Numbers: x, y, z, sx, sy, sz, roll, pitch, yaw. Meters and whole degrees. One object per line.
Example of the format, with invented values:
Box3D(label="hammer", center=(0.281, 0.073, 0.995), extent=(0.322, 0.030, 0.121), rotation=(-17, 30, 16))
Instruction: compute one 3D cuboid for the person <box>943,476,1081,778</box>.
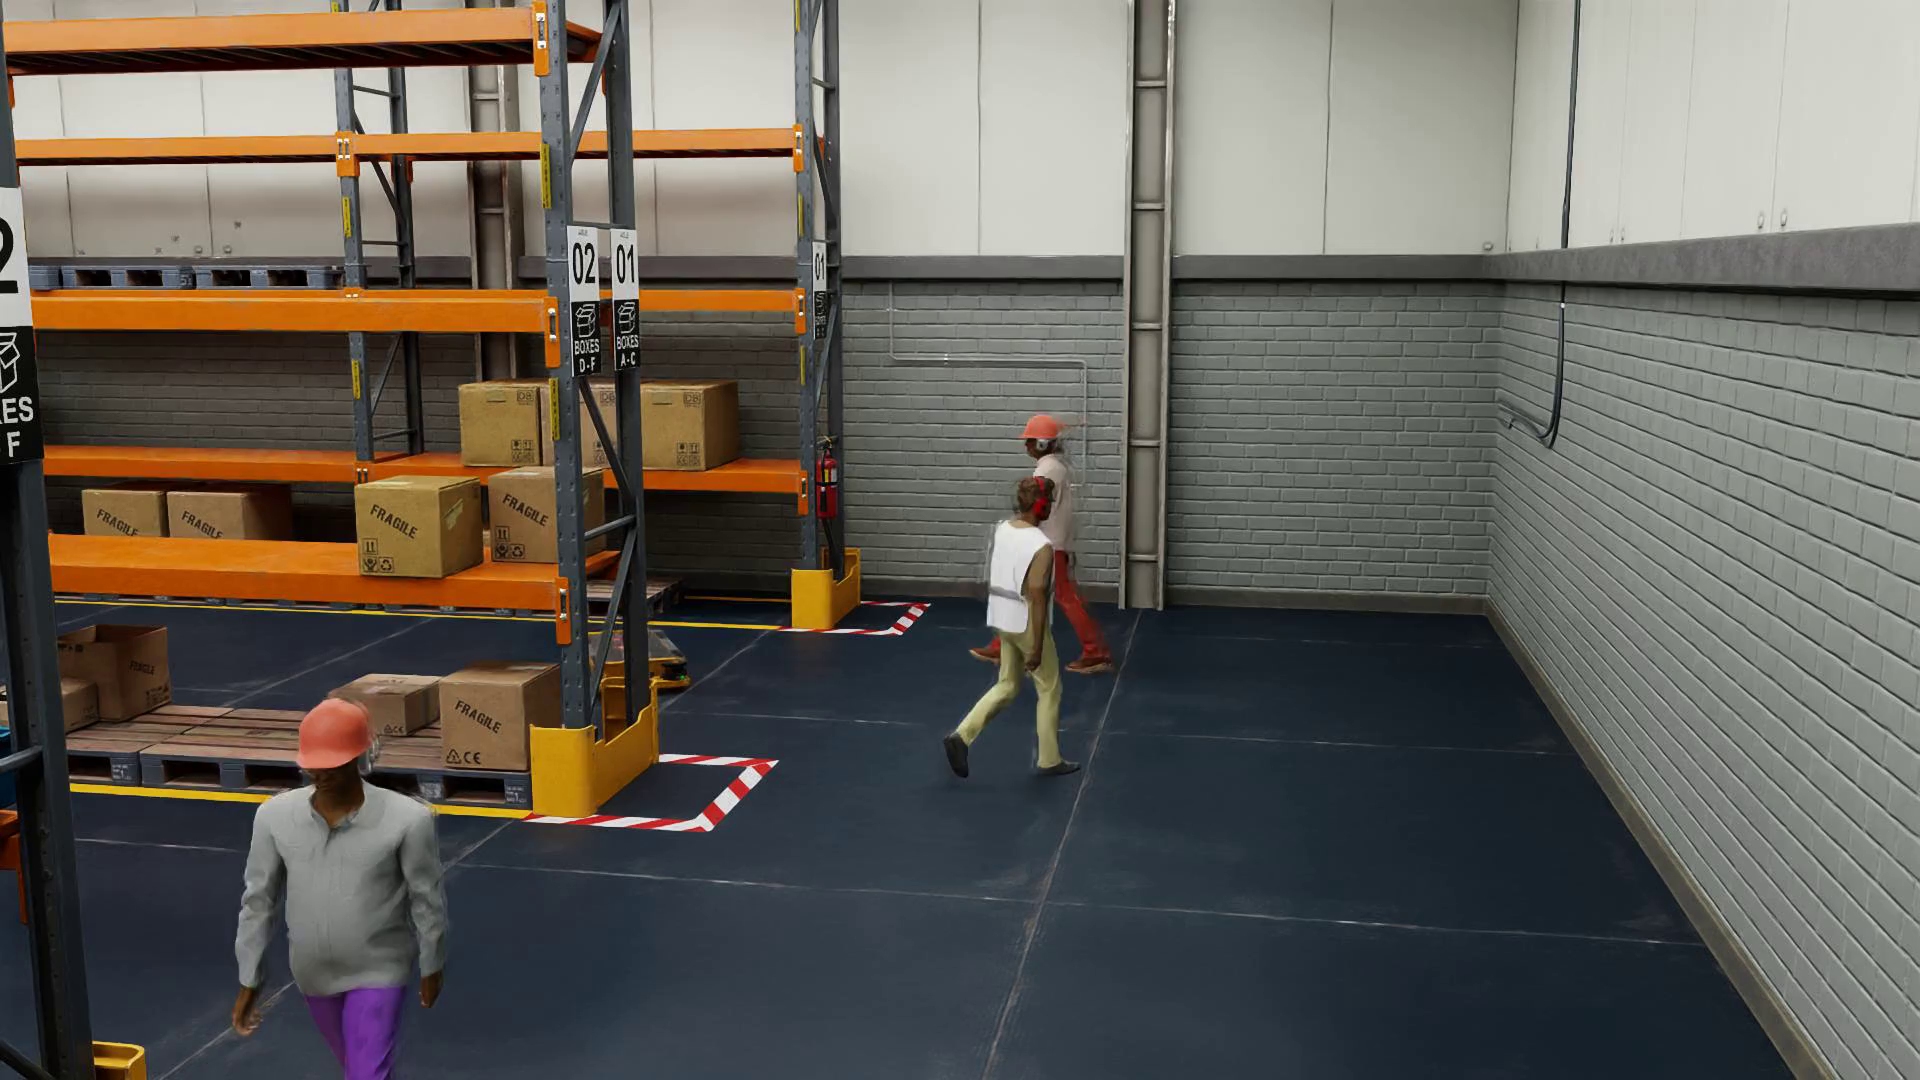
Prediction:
Box3D(label="person", center=(0.317, 0.527, 9.722), extent=(0.784, 1.813, 0.560), rotation=(-6, 11, -31))

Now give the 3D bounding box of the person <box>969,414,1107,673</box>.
Box3D(label="person", center=(0.624, 0.034, 12.420), extent=(1.068, 1.941, 0.611), rotation=(1, 9, 8))

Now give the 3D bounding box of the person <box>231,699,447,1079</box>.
Box3D(label="person", center=(-1.918, 1.320, 5.151), extent=(0.575, 1.696, 0.933), rotation=(1, 9, 4))

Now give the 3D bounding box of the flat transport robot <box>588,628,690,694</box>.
Box3D(label="flat transport robot", center=(-2.473, 0.869, 12.369), extent=(0.652, 0.197, 1.431), rotation=(-3, 10, -20))
